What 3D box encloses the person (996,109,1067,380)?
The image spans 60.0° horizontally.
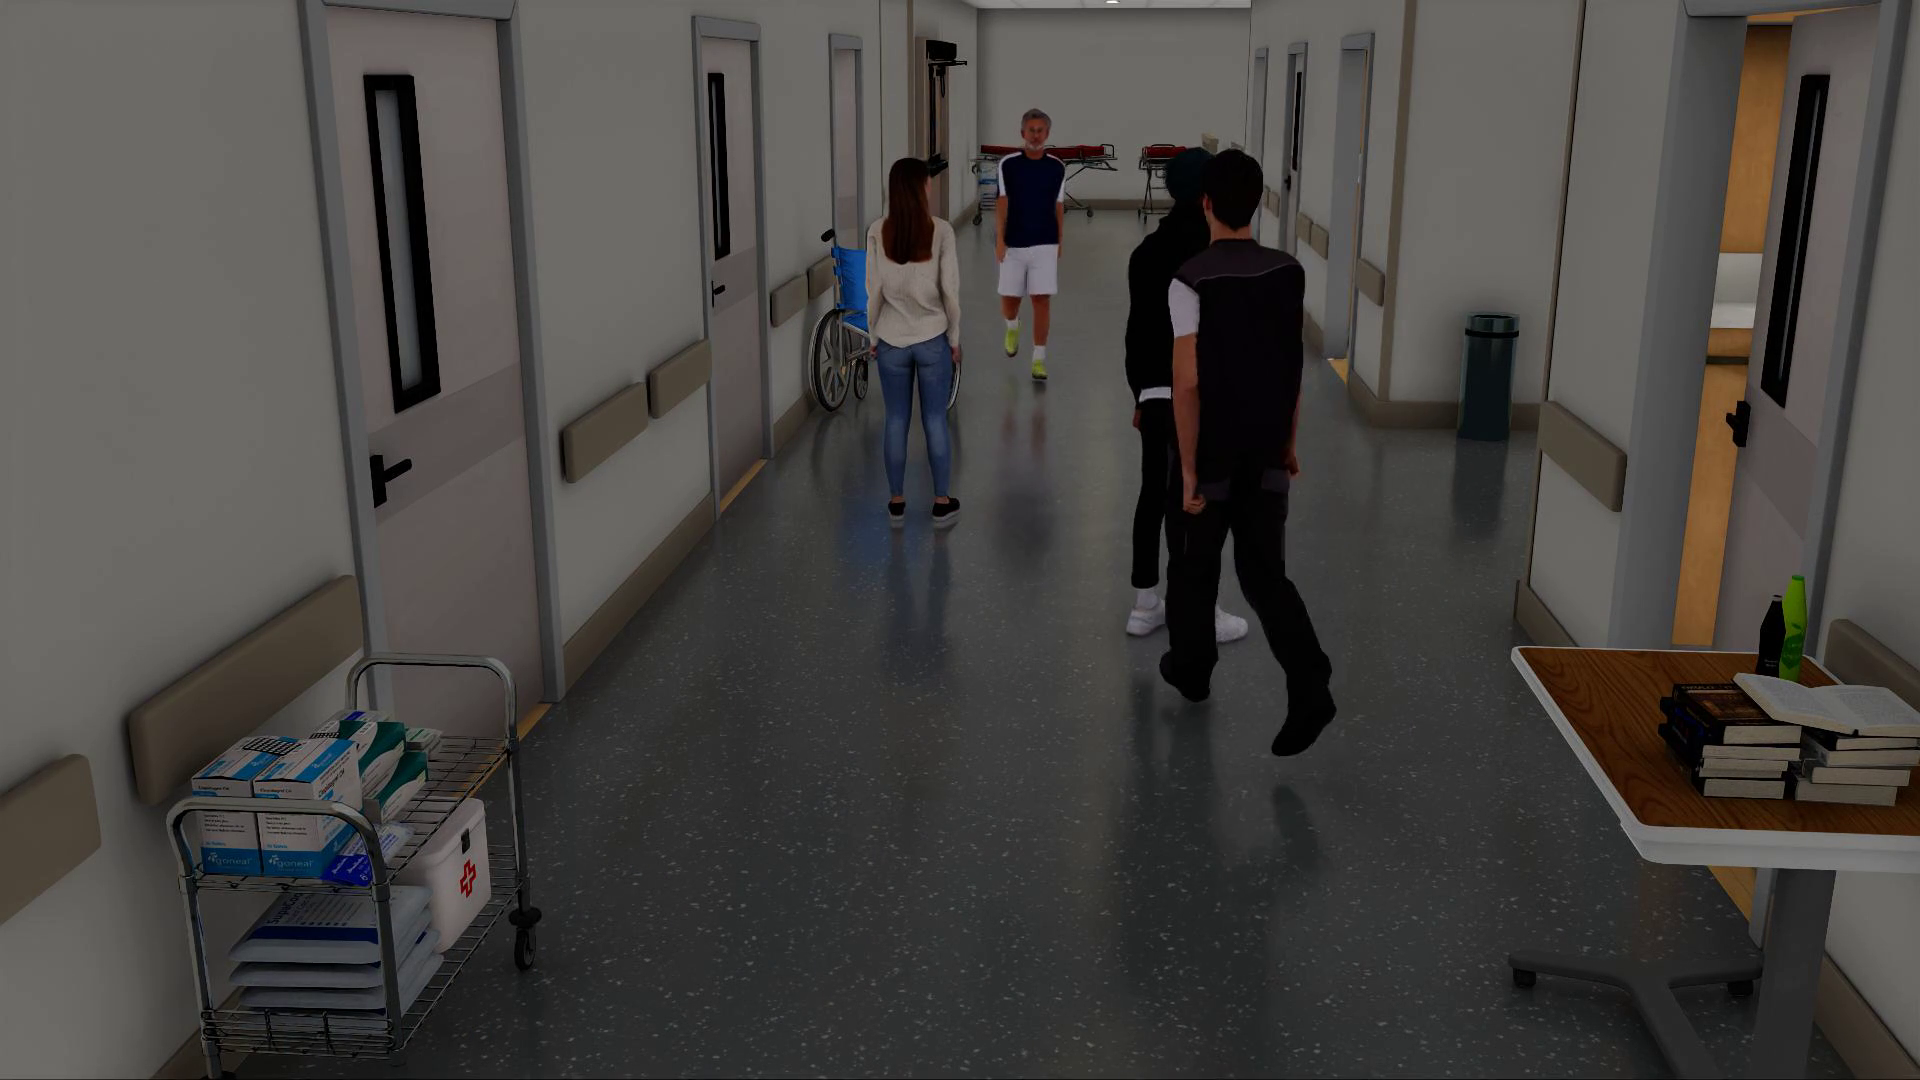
[{"bbox_3d":[0.467,-2.048,11.528,0.698,1.823,1.018,-1,16,-2],"label":"person"}]

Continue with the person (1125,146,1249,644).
[{"bbox_3d":[0.829,-0.520,6.120,0.759,1.817,0.775,13,20,38],"label":"person"}]

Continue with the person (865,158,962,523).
[{"bbox_3d":[-0.212,-0.931,7.806,0.625,1.693,0.570,3,16,10],"label":"person"}]

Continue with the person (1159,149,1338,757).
[{"bbox_3d":[0.890,-0.225,5.098,0.991,1.803,1.288,-5,16,-16],"label":"person"}]
